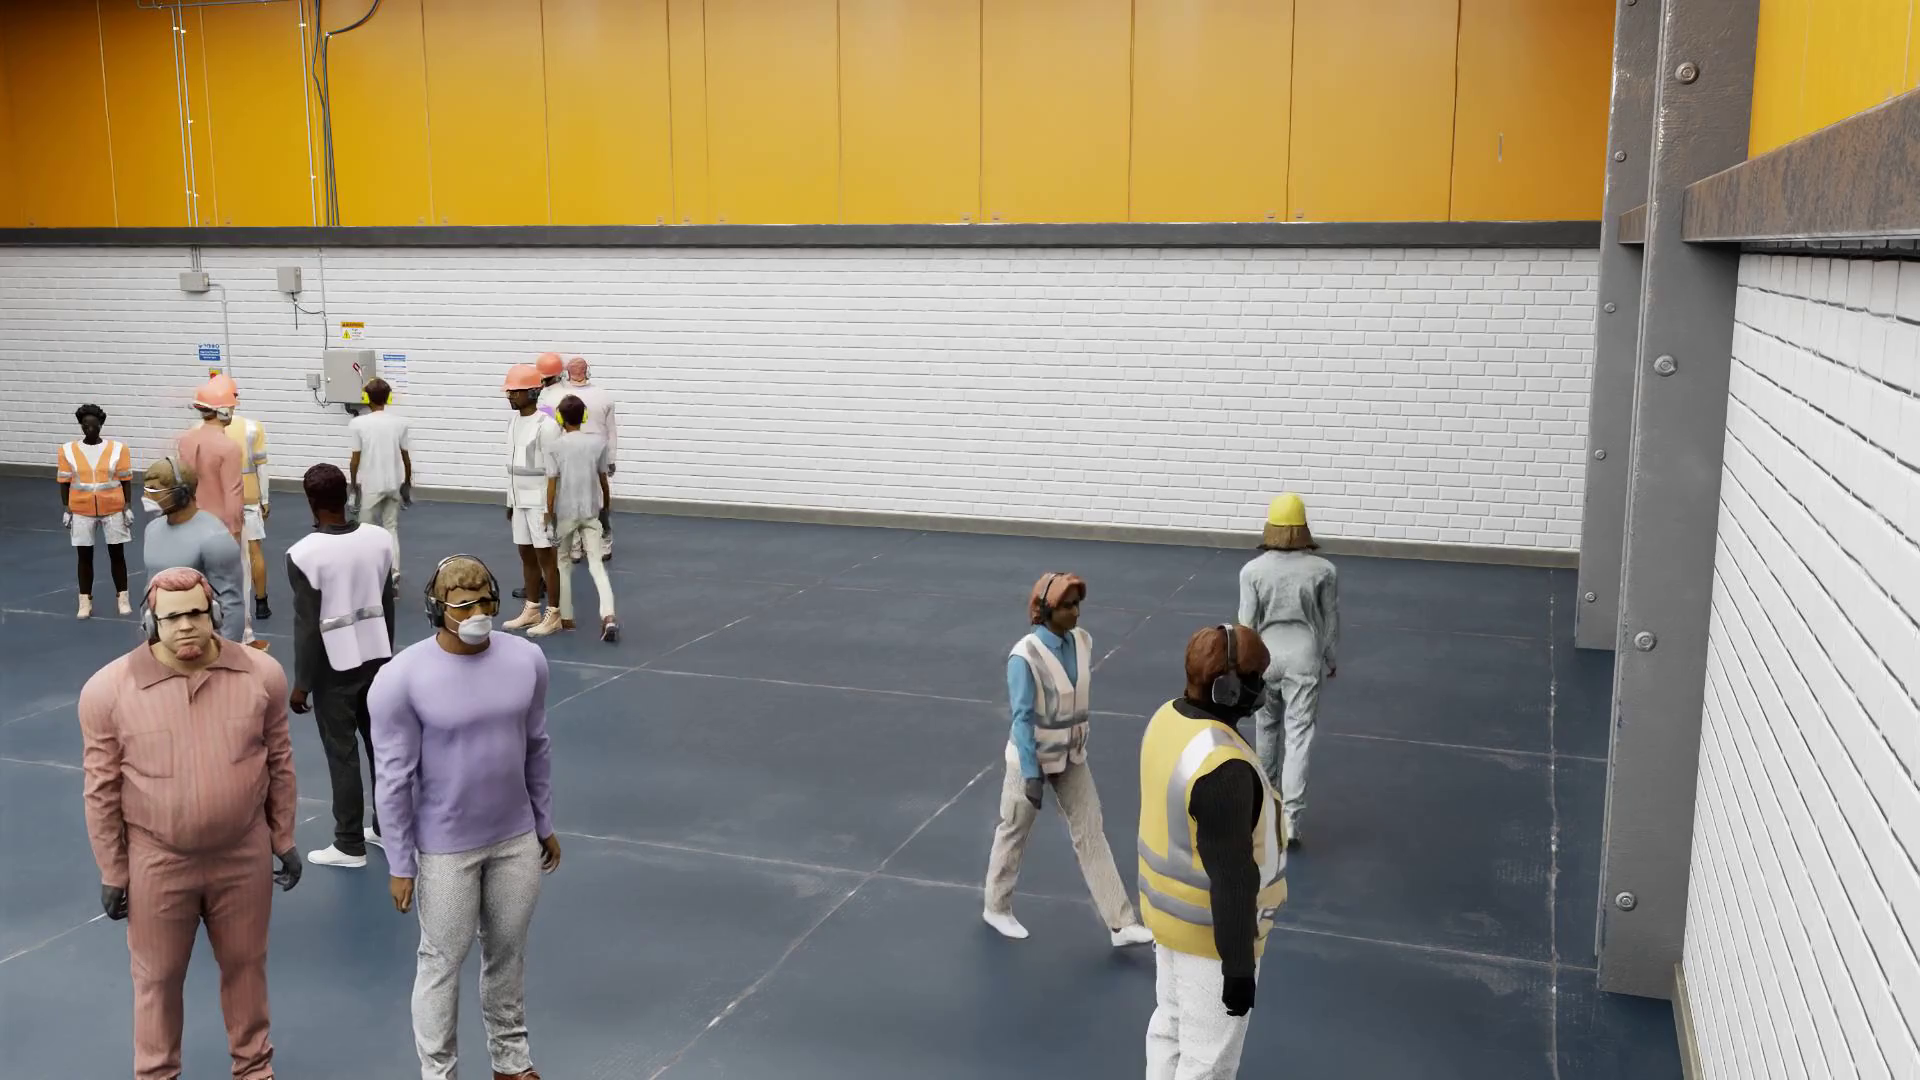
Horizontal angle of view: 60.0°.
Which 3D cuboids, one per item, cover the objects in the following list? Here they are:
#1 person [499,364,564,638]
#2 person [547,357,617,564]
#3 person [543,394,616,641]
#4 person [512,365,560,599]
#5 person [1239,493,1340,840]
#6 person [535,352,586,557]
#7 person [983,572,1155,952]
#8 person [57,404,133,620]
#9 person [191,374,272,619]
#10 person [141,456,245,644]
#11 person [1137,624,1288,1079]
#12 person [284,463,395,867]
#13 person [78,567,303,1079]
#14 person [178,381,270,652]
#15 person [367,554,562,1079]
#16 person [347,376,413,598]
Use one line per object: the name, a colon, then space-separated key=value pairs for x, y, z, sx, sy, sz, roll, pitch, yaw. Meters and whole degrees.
person: x=-3.227 y=-0.293 z=12.460 sx=0.615 sy=2.043 sz=0.373 roll=9 pitch=14 yaw=42
person: x=-3.486 y=-0.733 z=15.347 sx=0.639 sy=1.901 sz=0.406 roll=-5 pitch=11 yaw=-25
person: x=-2.822 y=-0.170 z=12.385 sx=0.542 sy=1.832 sz=0.912 roll=-5 pitch=11 yaw=-28
person: x=-3.554 y=-0.476 z=13.825 sx=0.400 sy=1.938 sz=0.557 roll=4 pitch=11 yaw=24
person: x=1.642 y=0.612 z=8.351 sx=0.491 sy=1.696 sz=0.912 roll=3 pitch=10 yaw=14
person: x=-3.709 y=-0.796 z=15.621 sx=0.372 sy=1.946 sz=0.839 roll=2 pitch=10 yaw=8
person: x=0.424 y=0.928 z=6.845 sx=0.856 sy=1.594 sz=0.542 roll=10 pitch=14 yaw=43
person: x=-6.770 y=-0.226 z=13.059 sx=0.532 sy=1.698 sz=0.319 roll=-5 pitch=11 yaw=-25
person: x=-5.659 y=-0.319 z=12.928 sx=0.543 sy=1.931 sz=0.371 roll=-6 pitch=12 yaw=-30
person: x=-3.675 y=0.553 z=7.996 sx=0.633 sy=1.936 sz=0.352 roll=6 pitch=12 yaw=32
person: x=0.746 y=1.148 z=4.920 sx=0.429 sy=1.839 sz=0.634 roll=-2 pitch=10 yaw=-10
person: x=-2.892 y=0.592 z=7.847 sx=0.394 sy=1.915 sz=0.587 roll=5 pitch=11 yaw=27
person: x=-2.475 y=1.024 z=5.430 sx=0.642 sy=1.909 sz=0.399 roll=-7 pitch=12 yaw=-35
person: x=-5.260 y=-0.113 z=11.618 sx=0.610 sy=1.978 sz=0.713 roll=5 pitch=11 yaw=24
person: x=-1.603 y=0.998 z=5.484 sx=0.360 sy=1.938 sz=0.635 roll=9 pitch=14 yaw=42
person: x=-4.745 y=-0.408 z=13.647 sx=0.553 sy=1.854 sz=0.470 roll=-9 pitch=14 yaw=-42
